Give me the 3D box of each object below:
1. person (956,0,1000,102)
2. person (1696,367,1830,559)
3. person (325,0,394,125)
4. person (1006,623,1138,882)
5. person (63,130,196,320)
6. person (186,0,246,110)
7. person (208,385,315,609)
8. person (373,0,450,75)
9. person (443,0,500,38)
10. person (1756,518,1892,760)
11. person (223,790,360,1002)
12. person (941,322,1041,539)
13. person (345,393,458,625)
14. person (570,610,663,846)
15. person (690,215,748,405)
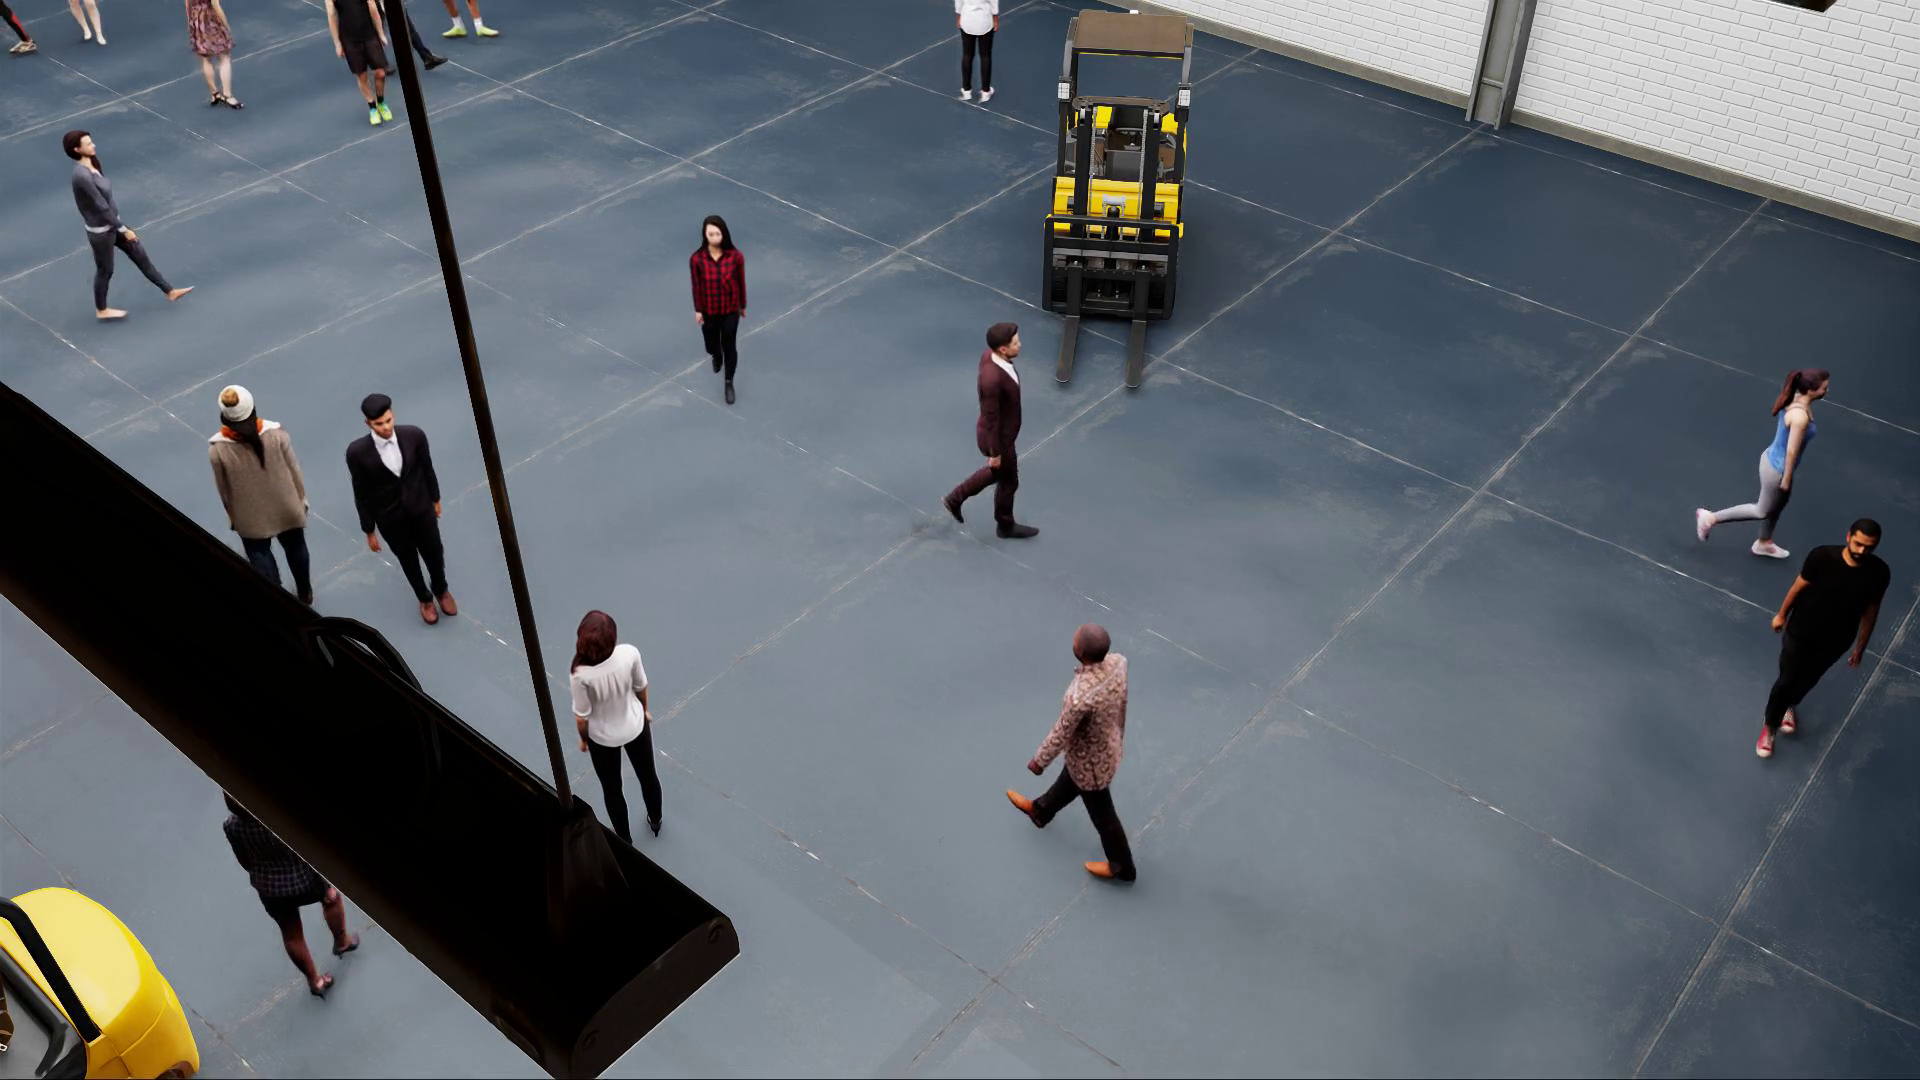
[{"bbox_3d":[0.189,-5.695,18.130,0.655,1.804,0.769,6,39,8],"label":"person"},{"bbox_3d":[5.757,-0.527,11.825,0.997,1.595,0.740,14,41,17],"label":"person"},{"bbox_3d":[-6.386,-5.353,17.646,0.812,1.874,0.800,-17,41,-20],"label":"person"},{"bbox_3d":[0.831,1.267,9.444,1.221,1.764,0.857,18,42,21],"label":"person"},{"bbox_3d":[-7.496,-2.672,14.413,1.067,1.719,1.104,-10,40,-12],"label":"person"},{"bbox_3d":[-8.155,-5.514,17.942,0.685,1.756,0.813,8,39,10],"label":"person"},{"bbox_3d":[-4.681,-0.212,11.205,0.869,1.877,0.952,-17,42,-20],"label":"person"},{"bbox_3d":[-6.537,-6.106,18.595,1.271,1.866,1.053,9,39,11],"label":"person"},{"bbox_3d":[-5.887,-6.747,19.454,0.789,1.796,0.937,-4,39,-5],"label":"person"},{"bbox_3d":[5.385,0.518,10.404,0.900,1.737,0.893,13,40,15],"label":"person"},{"bbox_3d":[-3.544,1.874,8.751,0.827,1.681,0.888,-1,39,-2],"label":"person"},{"bbox_3d":[0.200,-0.764,11.918,1.107,1.850,1.025,0,39,0],"label":"person"},{"bbox_3d":[-3.794,-0.248,11.257,0.795,1.869,0.760,-17,42,-20],"label":"person"},{"bbox_3d":[-1.974,1.119,9.605,0.666,1.794,0.611,-23,44,-26],"label":"person"},{"bbox_3d":[-1.969,-1.920,13.529,0.808,1.647,0.884,-8,39,-9],"label":"person"}]
